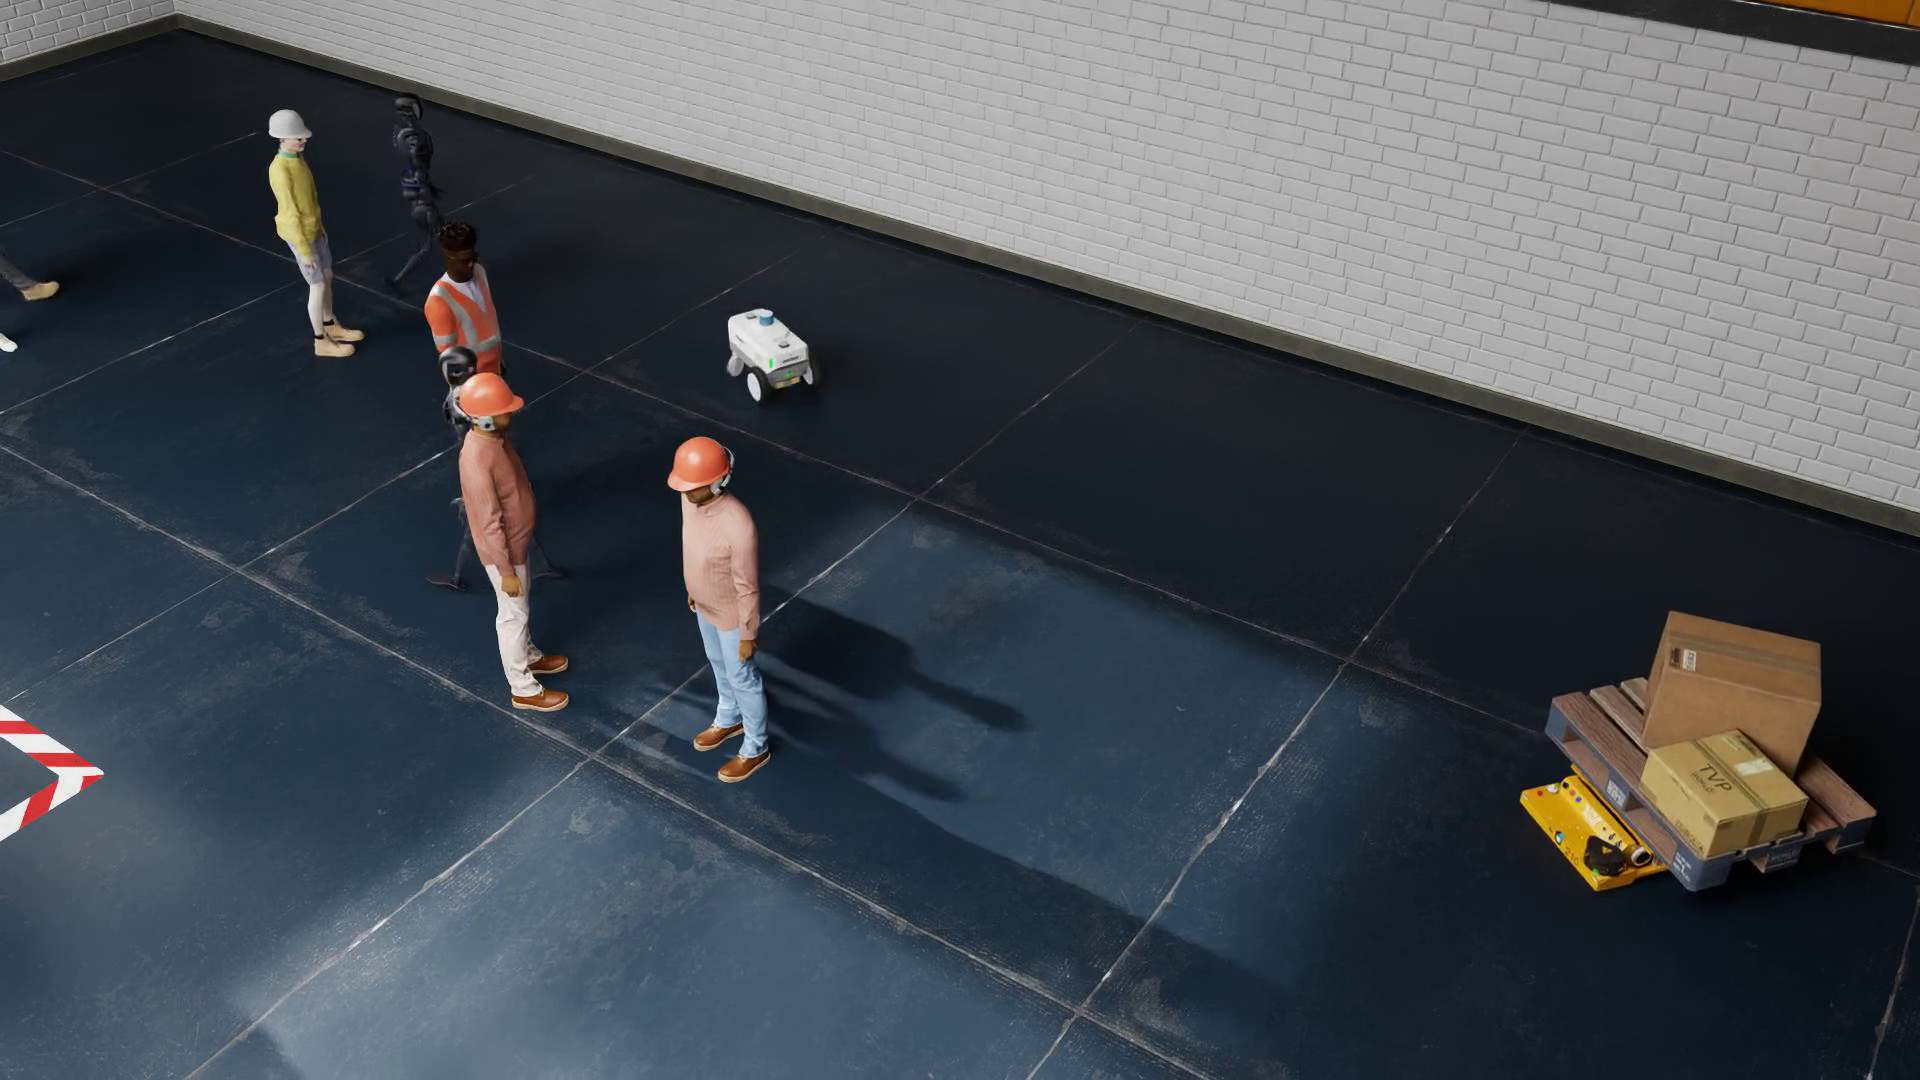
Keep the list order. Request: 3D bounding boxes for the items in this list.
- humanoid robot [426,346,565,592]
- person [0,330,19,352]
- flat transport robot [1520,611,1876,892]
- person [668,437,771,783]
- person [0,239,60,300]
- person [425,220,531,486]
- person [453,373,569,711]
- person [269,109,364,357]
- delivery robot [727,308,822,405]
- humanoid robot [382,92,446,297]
[{"bbox_3d":[-2.798,-0.405,9.643,0.786,1.624,0.602,0,35,-1],"label":"humanoid robot"},{"bbox_3d":[-7.289,-2.172,11.971,0.328,1.873,0.517,27,43,33],"label":"person"},{"bbox_3d":[3.632,1.326,8.369,1.431,0.231,0.659,-10,36,-14],"label":"flat transport robot"},{"bbox_3d":[-1.196,0.334,8.293,0.403,1.986,0.610,-23,41,-29],"label":"person"},{"bbox_3d":[-7.563,-2.505,12.608,0.891,1.697,0.684,-27,43,-33],"label":"person"},{"bbox_3d":[-2.996,-1.061,10.303,0.363,1.962,0.611,7,36,9],"label":"person"},{"bbox_3d":[-2.365,0.013,8.743,0.384,1.993,0.614,-6,35,-8],"label":"person"},{"bbox_3d":[-4.714,-2.203,12.011,0.412,1.879,0.492,-3,35,-4],"label":"person"},{"bbox_3d":[-1.372,-1.349,11.940,0.522,0.592,0.764,-20,40,-26],"label":"delivery robot"},{"bbox_3d":[-4.235,-2.675,12.888,0.723,1.629,0.584,-11,36,-15],"label":"humanoid robot"}]
